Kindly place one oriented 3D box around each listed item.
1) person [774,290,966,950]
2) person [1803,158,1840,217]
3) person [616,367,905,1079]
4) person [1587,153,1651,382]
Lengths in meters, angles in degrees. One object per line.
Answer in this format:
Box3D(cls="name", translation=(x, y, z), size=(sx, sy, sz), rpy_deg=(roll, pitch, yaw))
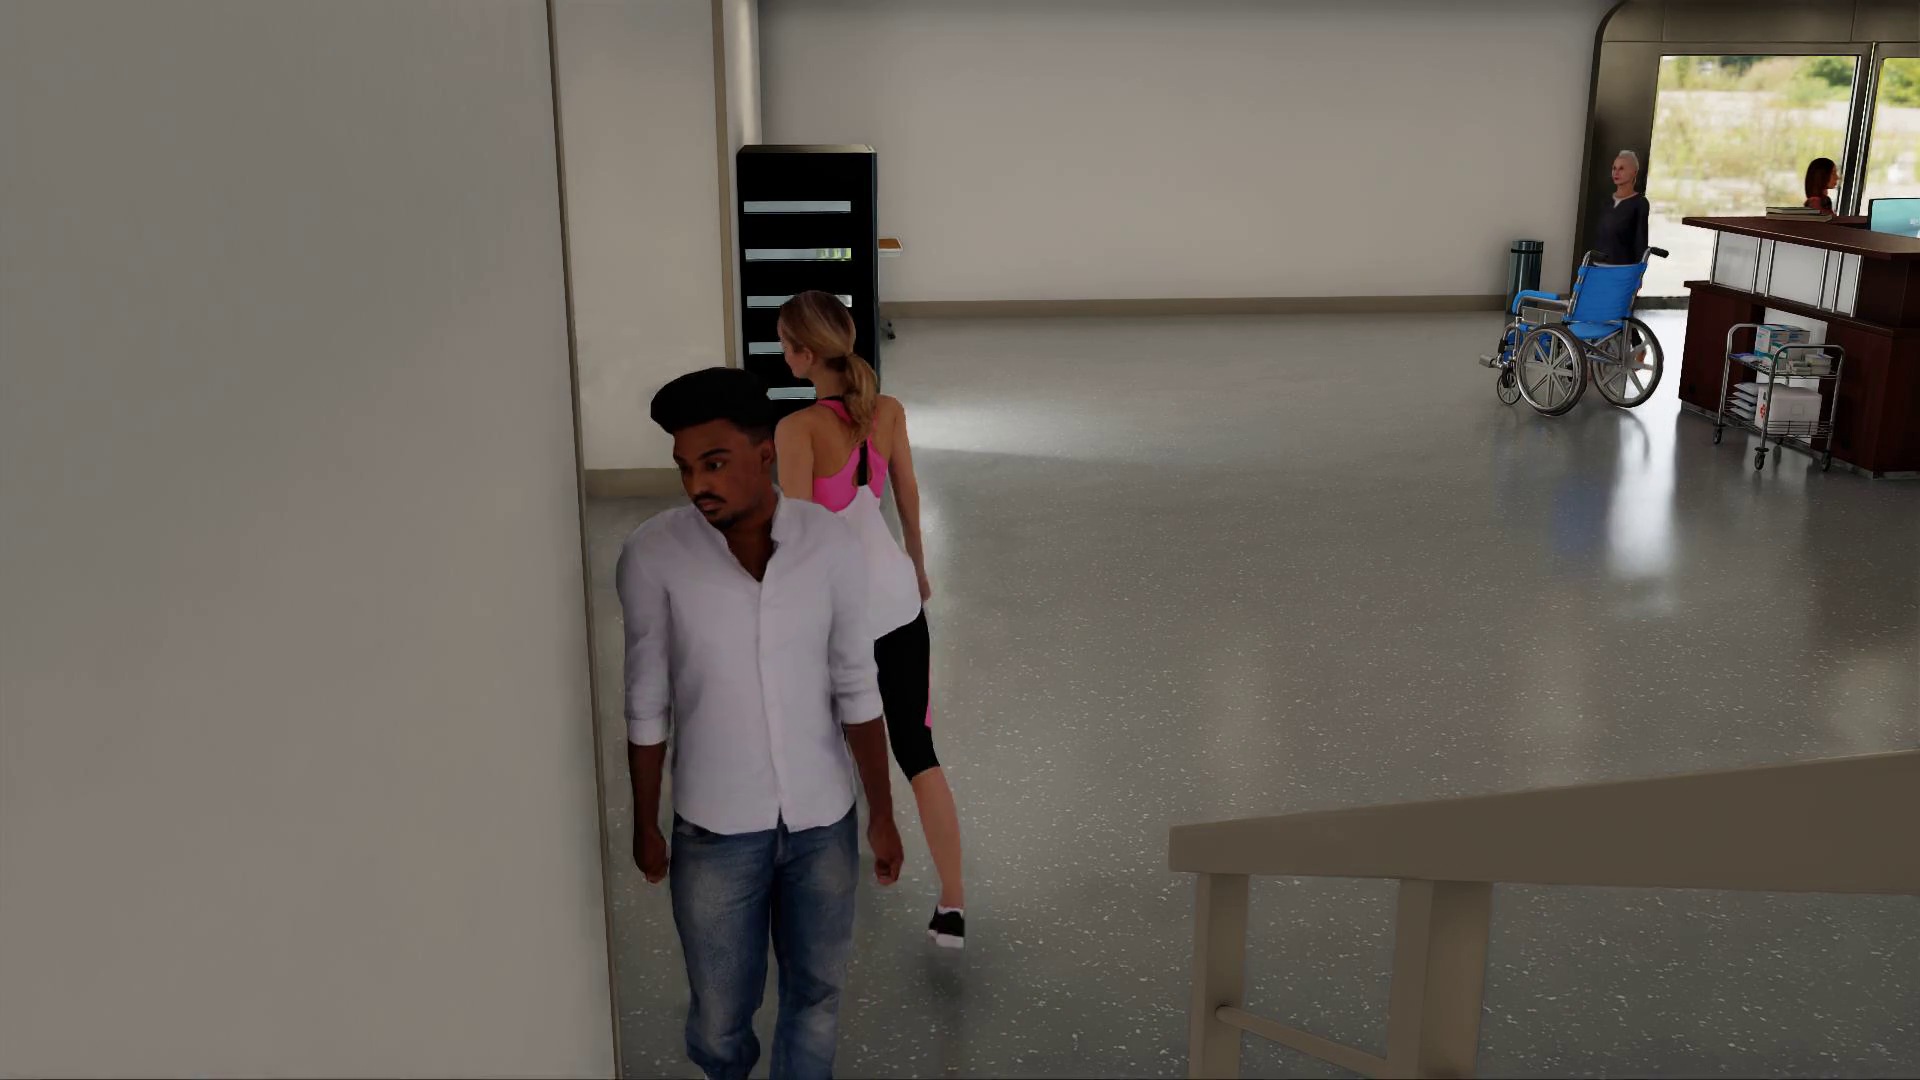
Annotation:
Box3D(cls="person", translation=(-0.212, 0.262, 4.381), size=(1.138, 1.728, 1.302), rpy_deg=(-11, 19, -35))
Box3D(cls="person", translation=(6.280, -1.962, 12.312), size=(0.761, 1.703, 0.665), rpy_deg=(8, 18, 27))
Box3D(cls="person", translation=(-0.430, 0.499, 3.426), size=(0.769, 1.789, 0.801), rpy_deg=(-7, 17, -24))
Box3D(cls="person", translation=(5.031, -2.058, 12.635), size=(0.834, 1.714, 0.823), rpy_deg=(-8, 18, -26))
